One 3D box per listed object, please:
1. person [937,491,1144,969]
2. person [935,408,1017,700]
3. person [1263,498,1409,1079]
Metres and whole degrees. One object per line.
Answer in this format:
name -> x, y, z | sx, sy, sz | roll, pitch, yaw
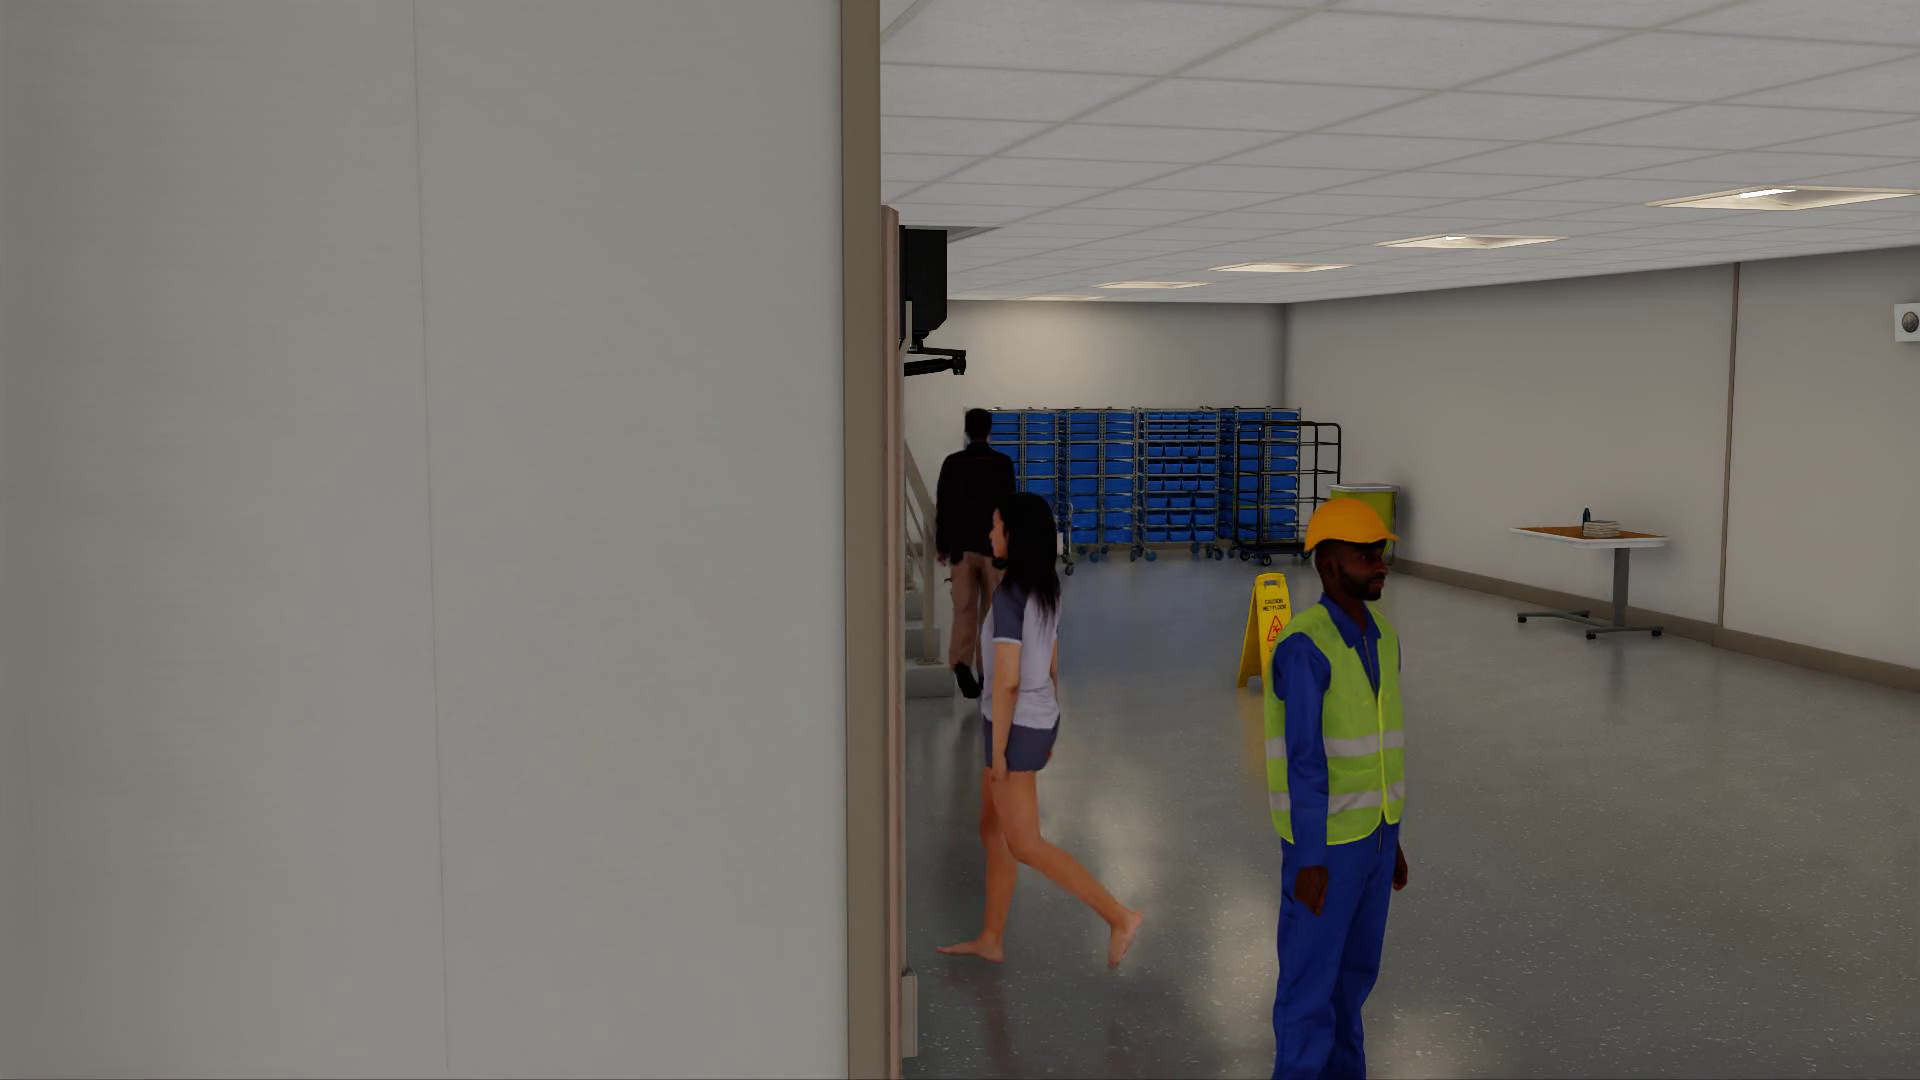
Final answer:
person -> 0.290, 0.702, 5.831 | 1.015, 1.714, 1.025 | 2, 6, 22
person -> 0.107, 0.115, 10.812 | 0.998, 1.884, 1.298 | 1, 6, 6
person -> 1.019, 0.789, 4.469 | 0.767, 1.814, 0.756 | 5, 8, 43
